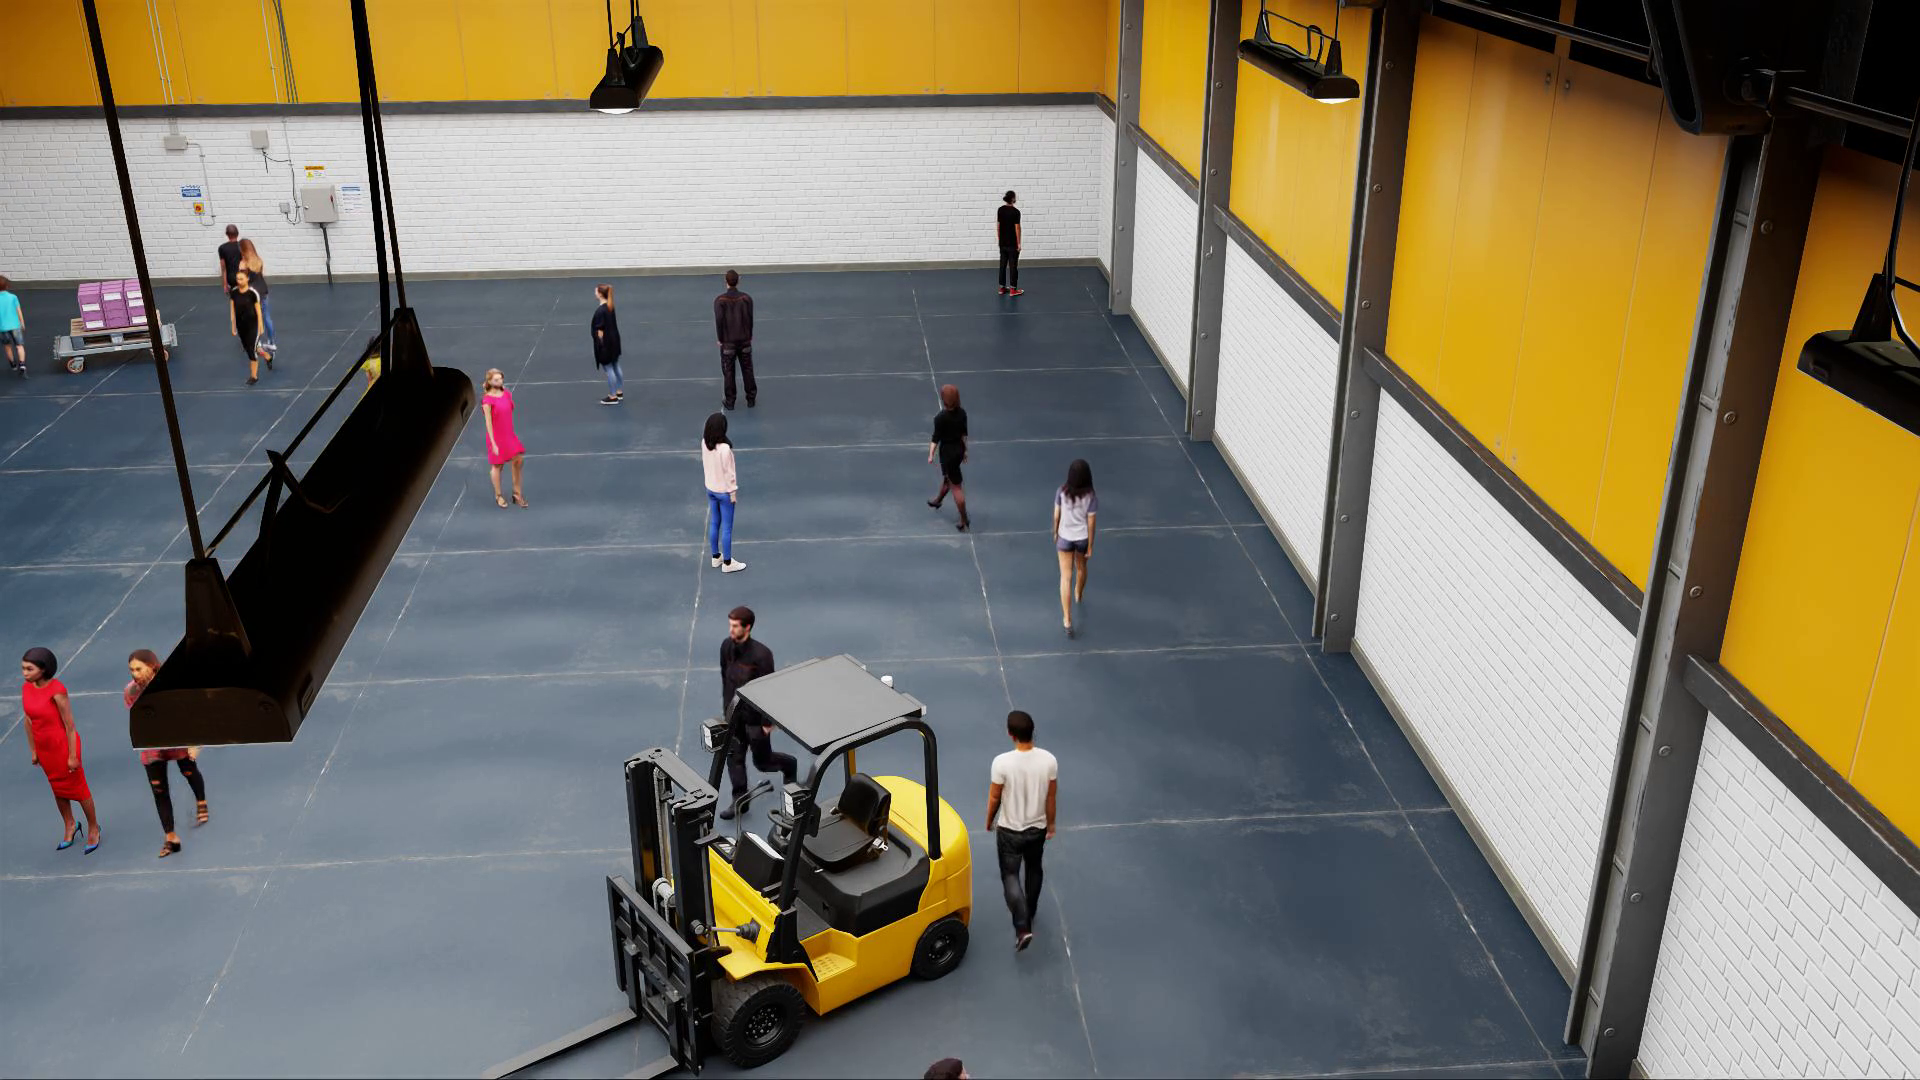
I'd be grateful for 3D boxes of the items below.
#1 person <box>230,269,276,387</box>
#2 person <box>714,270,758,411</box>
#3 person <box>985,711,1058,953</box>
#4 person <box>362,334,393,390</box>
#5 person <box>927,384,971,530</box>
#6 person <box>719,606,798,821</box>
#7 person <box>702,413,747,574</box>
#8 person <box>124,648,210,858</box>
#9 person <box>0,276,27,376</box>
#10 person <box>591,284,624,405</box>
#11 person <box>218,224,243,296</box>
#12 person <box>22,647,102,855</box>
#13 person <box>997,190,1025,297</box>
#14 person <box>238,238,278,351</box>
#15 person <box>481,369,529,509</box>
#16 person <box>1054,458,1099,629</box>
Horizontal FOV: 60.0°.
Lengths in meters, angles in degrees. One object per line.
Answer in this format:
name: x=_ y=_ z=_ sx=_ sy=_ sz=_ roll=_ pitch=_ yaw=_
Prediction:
person: x=-10.090 y=-3.067 z=23.711 sx=0.815 sy=1.644 sz=1.062 roll=6 pitch=24 yaw=14
person: x=-3.047 y=-2.729 z=22.600 sx=0.740 sy=1.914 sz=0.677 roll=-8 pitch=25 yaw=-17
person: x=0.455 y=2.075 z=11.785 sx=0.782 sy=1.774 sz=1.061 roll=-6 pitch=24 yaw=-13
person: x=-7.142 y=-1.706 z=20.639 sx=1.158 sy=1.611 sz=1.333 roll=11 pitch=26 yaw=23
person: x=-0.029 y=-0.893 z=18.703 sx=0.980 sy=1.671 sz=1.104 roll=-21 pitch=31 yaw=-39
person: x=-1.635 y=1.364 z=13.357 sx=1.074 sy=1.818 sz=1.161 roll=16 pitch=28 yaw=33
person: x=-2.555 y=-0.518 z=17.724 sx=0.789 sy=1.769 sz=0.691 roll=-19 pitch=30 yaw=-37
person: x=-6.194 y=1.583 z=13.055 sx=0.669 sy=1.660 sz=1.030 roll=-5 pitch=24 yaw=-11
person: x=-13.722 y=-3.082 z=24.022 sx=0.764 sy=1.422 sz=1.008 roll=-13 pitch=27 yaw=-27
person: x=-4.820 y=-2.700 z=22.825 sx=0.769 sy=1.682 sz=0.638 roll=8 pitch=25 yaw=17
person: x=-11.004 y=-3.884 z=25.453 sx=0.872 sy=1.747 sz=1.281 roll=-8 pitch=25 yaw=-17
person: x=-6.967 y=1.621 z=12.863 sx=0.627 sy=1.744 sz=0.607 roll=6 pitch=24 yaw=14
person: x=0.827 y=-5.013 z=28.021 sx=0.708 sy=1.758 sz=0.766 roll=18 pitch=30 yaw=36
person: x=-10.551 y=-3.678 z=25.029 sx=0.765 sy=1.709 sz=0.699 roll=15 pitch=28 yaw=31
person: x=-5.396 y=-1.190 z=19.333 sx=0.816 sy=1.711 sz=0.758 roll=15 pitch=28 yaw=31
person: x=1.118 y=0.065 z=16.500 sx=0.720 sy=1.680 sz=1.221 roll=2 pitch=24 yaw=4
